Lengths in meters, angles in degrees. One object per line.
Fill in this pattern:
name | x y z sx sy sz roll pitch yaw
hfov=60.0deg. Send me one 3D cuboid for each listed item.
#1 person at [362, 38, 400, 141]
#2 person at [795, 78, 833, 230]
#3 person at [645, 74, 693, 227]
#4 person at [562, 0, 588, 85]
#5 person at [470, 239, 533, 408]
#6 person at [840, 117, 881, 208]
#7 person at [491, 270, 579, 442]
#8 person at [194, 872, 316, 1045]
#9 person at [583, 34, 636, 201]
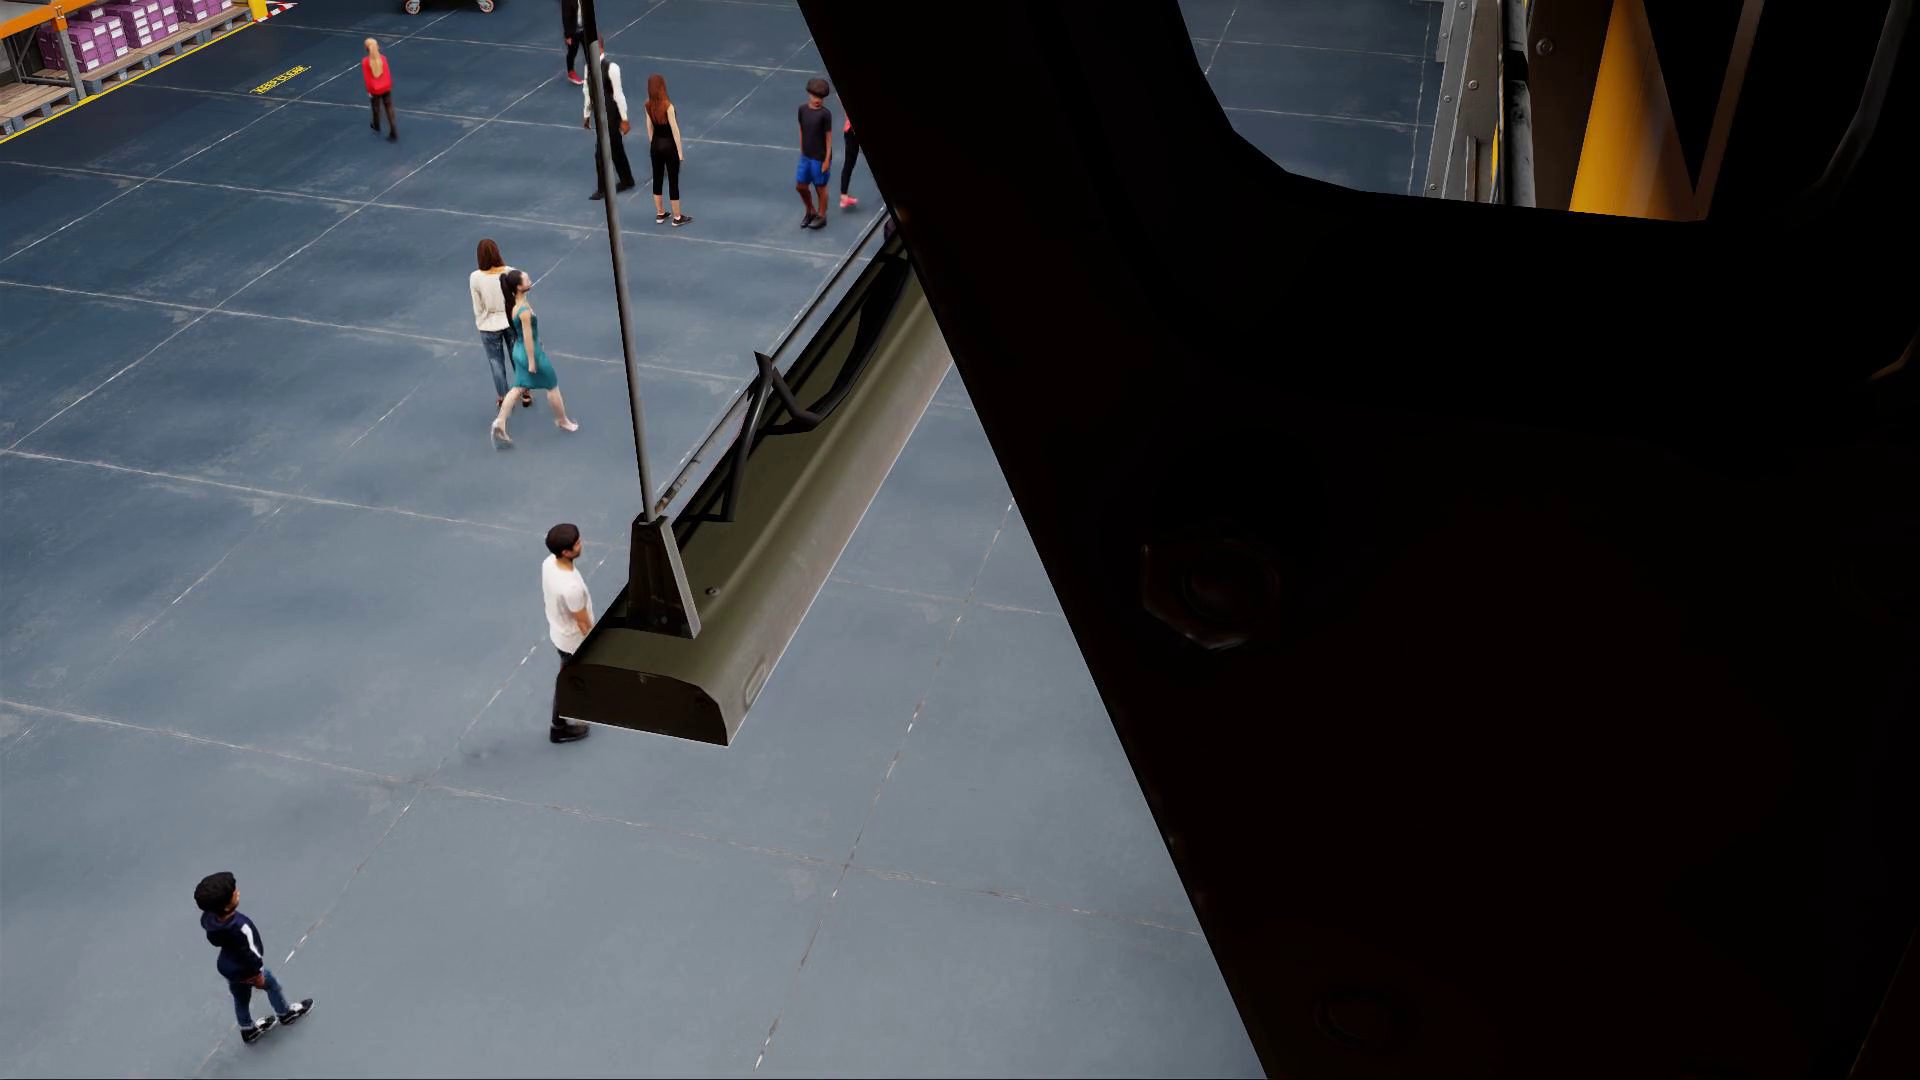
person | -7.388 -5.734 21.241 0.835 1.258 0.858 -22 39 -29
person | -1.562 -4.351 18.699 0.719 1.767 0.721 21 39 29
person | -3.358 -4.421 18.842 0.605 1.726 0.571 16 37 23
person | -5.255 -6.964 22.763 1.156 1.620 1.114 -26 41 -33
person | -4.192 -1.966 15.188 0.696 1.682 0.729 -13 36 -19
person | -1.224 -4.658 19.276 0.880 1.640 1.238 22 39 29
person | -3.875 -1.587 14.646 1.060 1.651 0.974 -20 38 -27
person | -4.001 2.334 9.143 0.645 1.213 0.721 22 39 29
person | -4.078 -5.014 19.582 0.985 1.895 1.127 26 42 34
